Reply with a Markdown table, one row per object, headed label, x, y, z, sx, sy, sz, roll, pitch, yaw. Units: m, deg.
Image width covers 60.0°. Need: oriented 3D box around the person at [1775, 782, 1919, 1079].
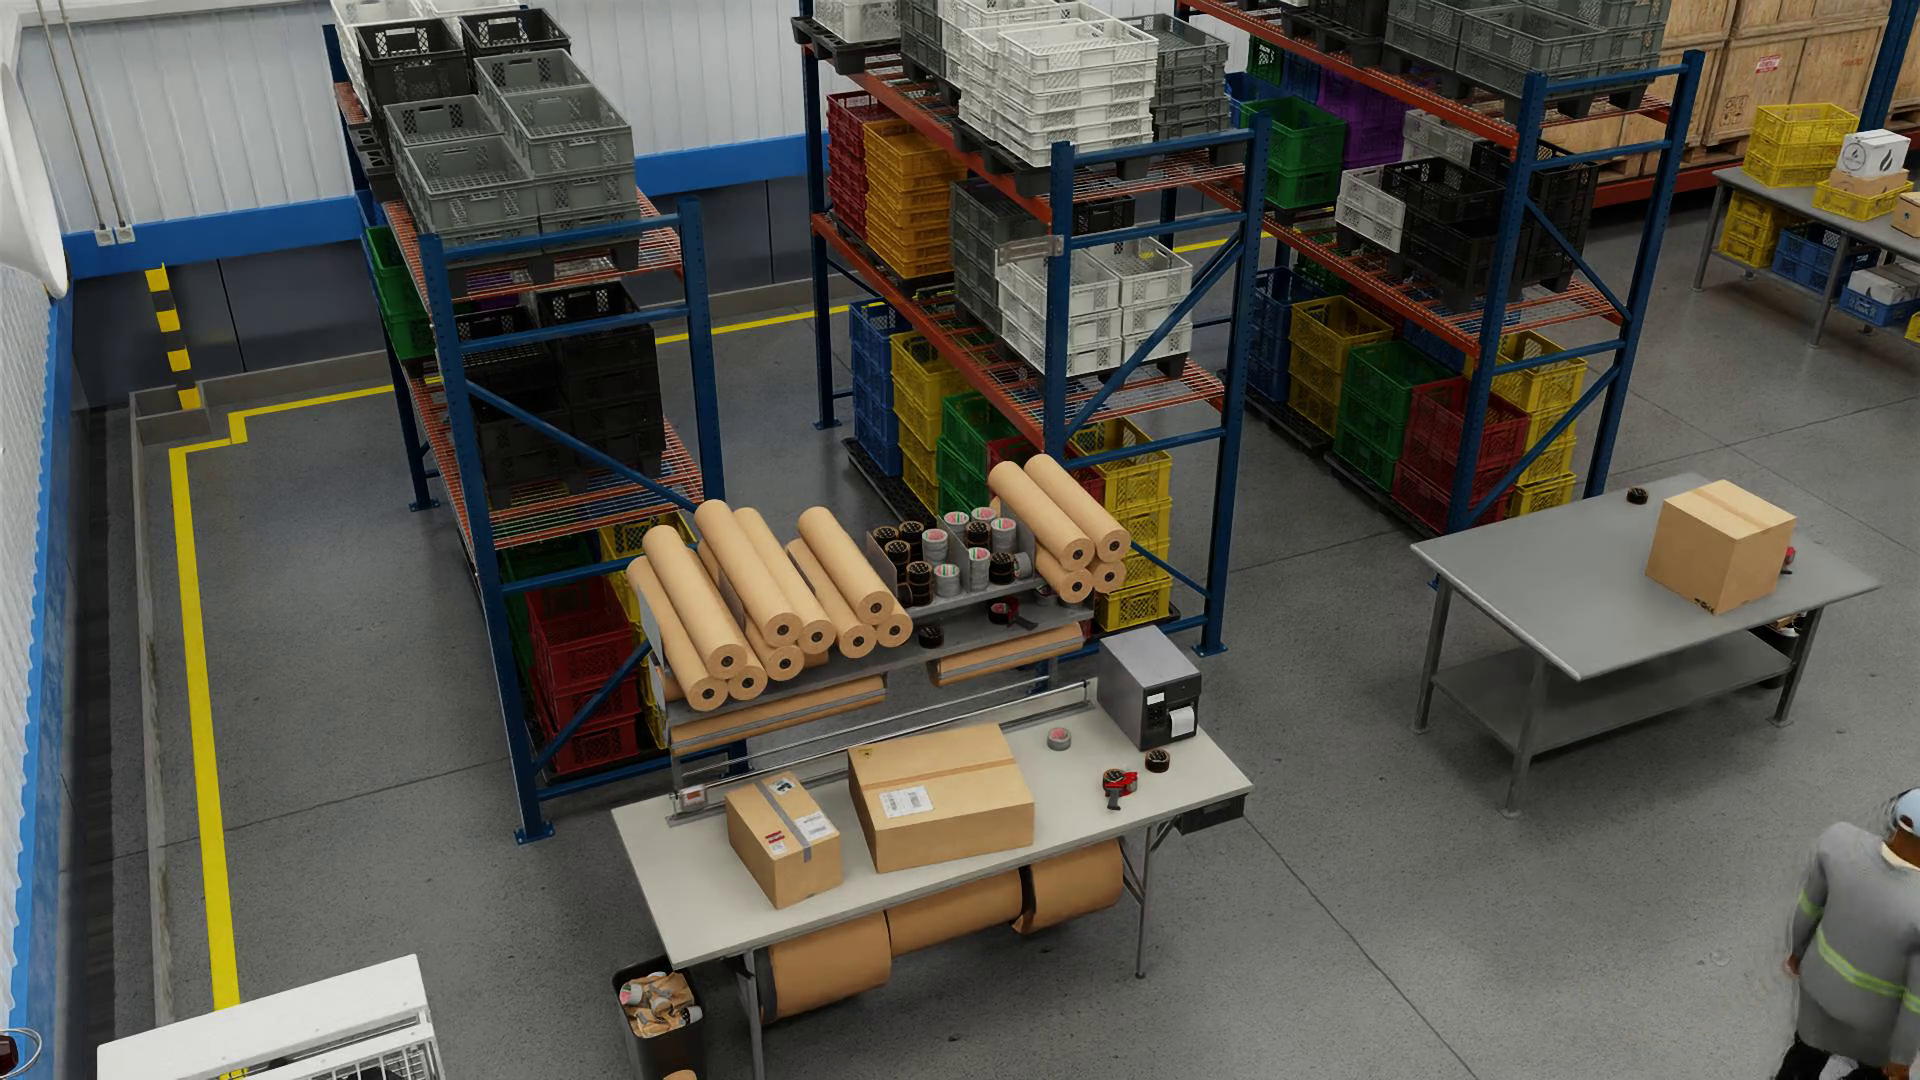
| label | x | y | z | sx | sy | sz | roll | pitch | yaw |
| --- | --- | --- | --- | --- | --- | --- | --- | --- | --- |
| person | 3.186 | 1.590 | 5.886 | 0.415 | 1.838 | 0.614 | -13 | 34 | -19 |
